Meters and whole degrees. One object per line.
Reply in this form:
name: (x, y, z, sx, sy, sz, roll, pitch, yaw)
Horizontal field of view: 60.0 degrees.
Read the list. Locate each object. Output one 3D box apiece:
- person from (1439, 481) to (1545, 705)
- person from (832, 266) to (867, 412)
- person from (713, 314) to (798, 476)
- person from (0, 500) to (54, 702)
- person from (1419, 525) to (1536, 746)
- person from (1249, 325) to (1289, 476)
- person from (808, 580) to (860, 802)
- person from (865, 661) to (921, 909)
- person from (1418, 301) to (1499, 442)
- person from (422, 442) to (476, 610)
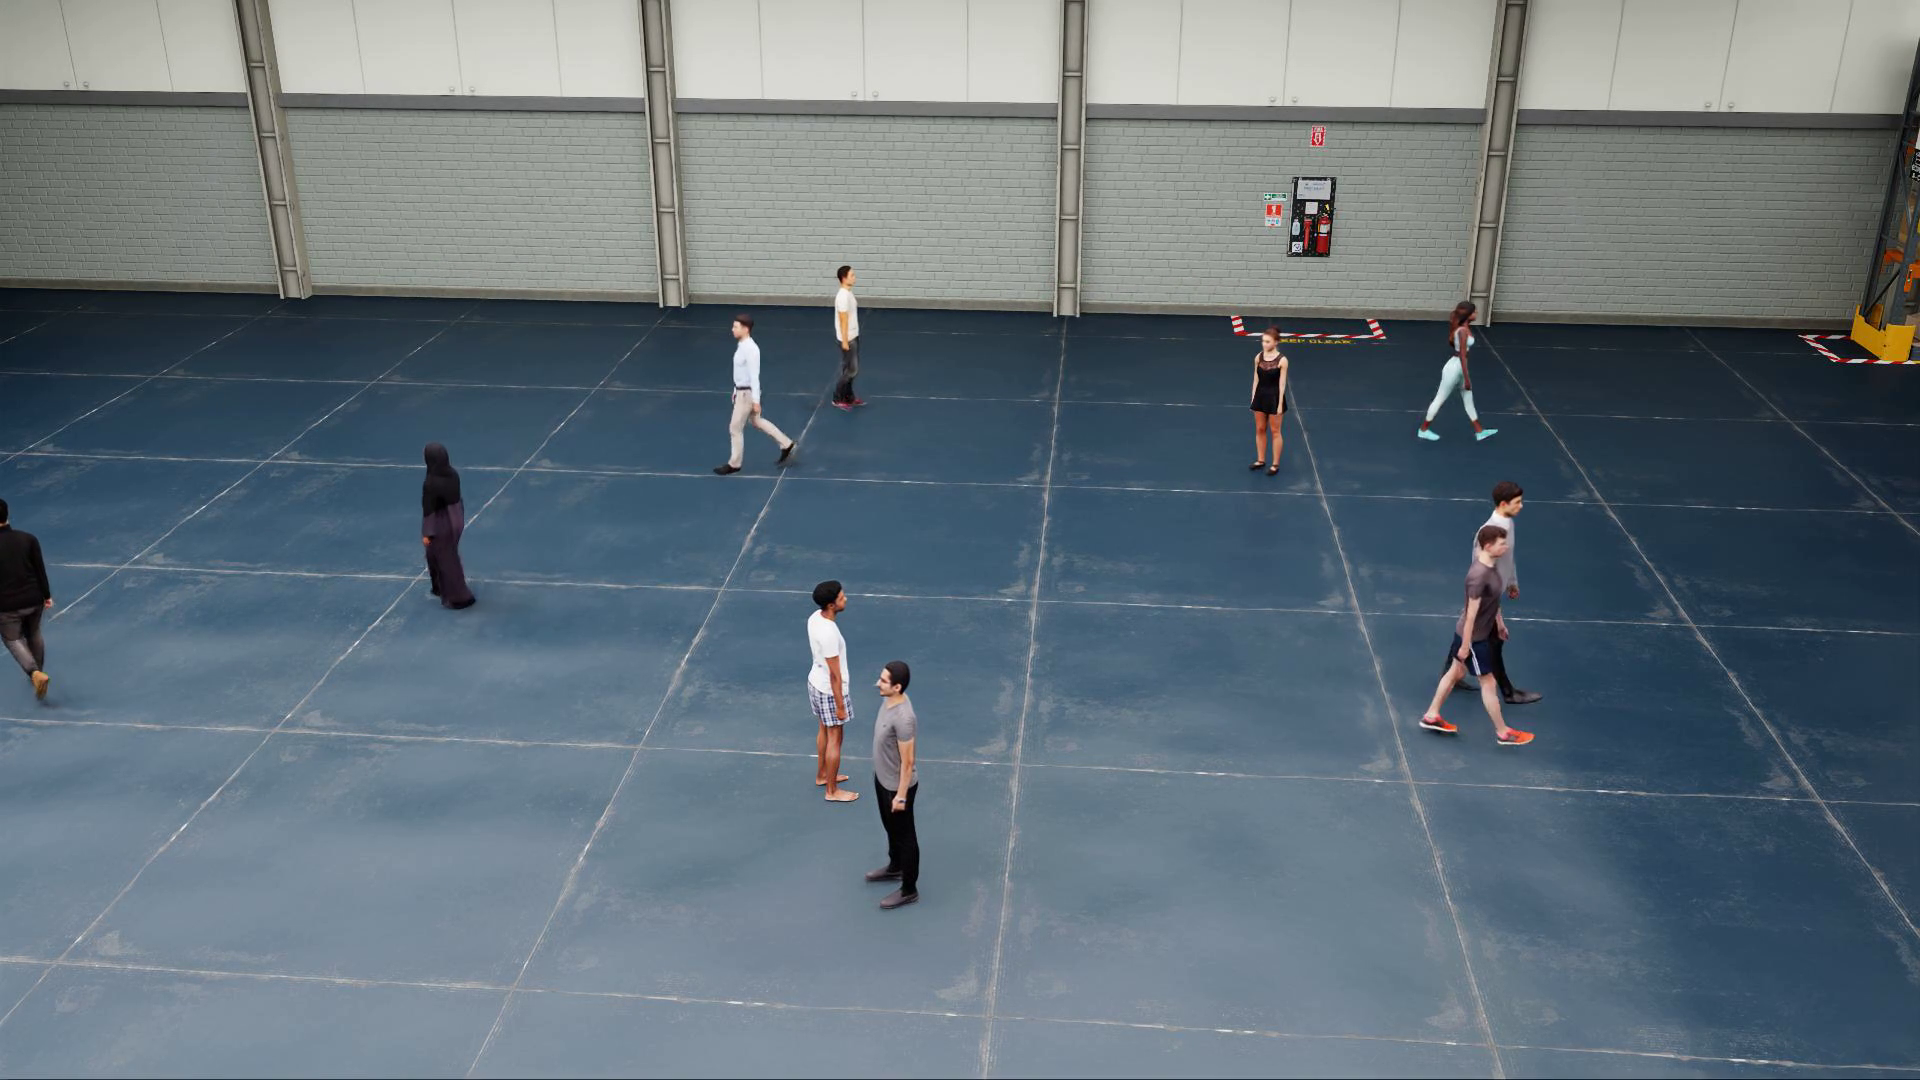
person: (4.206, 0.419, 13.595, 1.216, 1.887, 1.012, 12, 26, 25)
person: (-1.446, -2.514, 20.602, 0.646, 1.801, 0.664, 1, 23, 1)
person: (-2.281, -1.614, 18.465, 1.287, 1.817, 0.931, -6, 24, -15)
person: (-7.720, 0.495, 13.646, 1.062, 1.708, 0.963, 19, 29, 37)
person: (3.916, 0.731, 12.955, 1.208, 1.814, 0.925, 10, 25, 22)
person: (3.454, -1.569, 18.534, 0.673, 1.681, 0.752, 19, 30, 38)
person: (-0.960, 1.088, 12.218, 0.671, 1.734, 0.712, -7, 24, -17)
person: (-0.420, 1.582, 11.030, 0.682, 1.755, 0.690, -7, 24, -17)
person: (5.691, -1.931, 19.382, 1.175, 1.683, 0.763, 7, 24, 17)
person: (-4.658, -0.126, 15.234, 0.801, 1.607, 0.704, 7, 24, 16)
